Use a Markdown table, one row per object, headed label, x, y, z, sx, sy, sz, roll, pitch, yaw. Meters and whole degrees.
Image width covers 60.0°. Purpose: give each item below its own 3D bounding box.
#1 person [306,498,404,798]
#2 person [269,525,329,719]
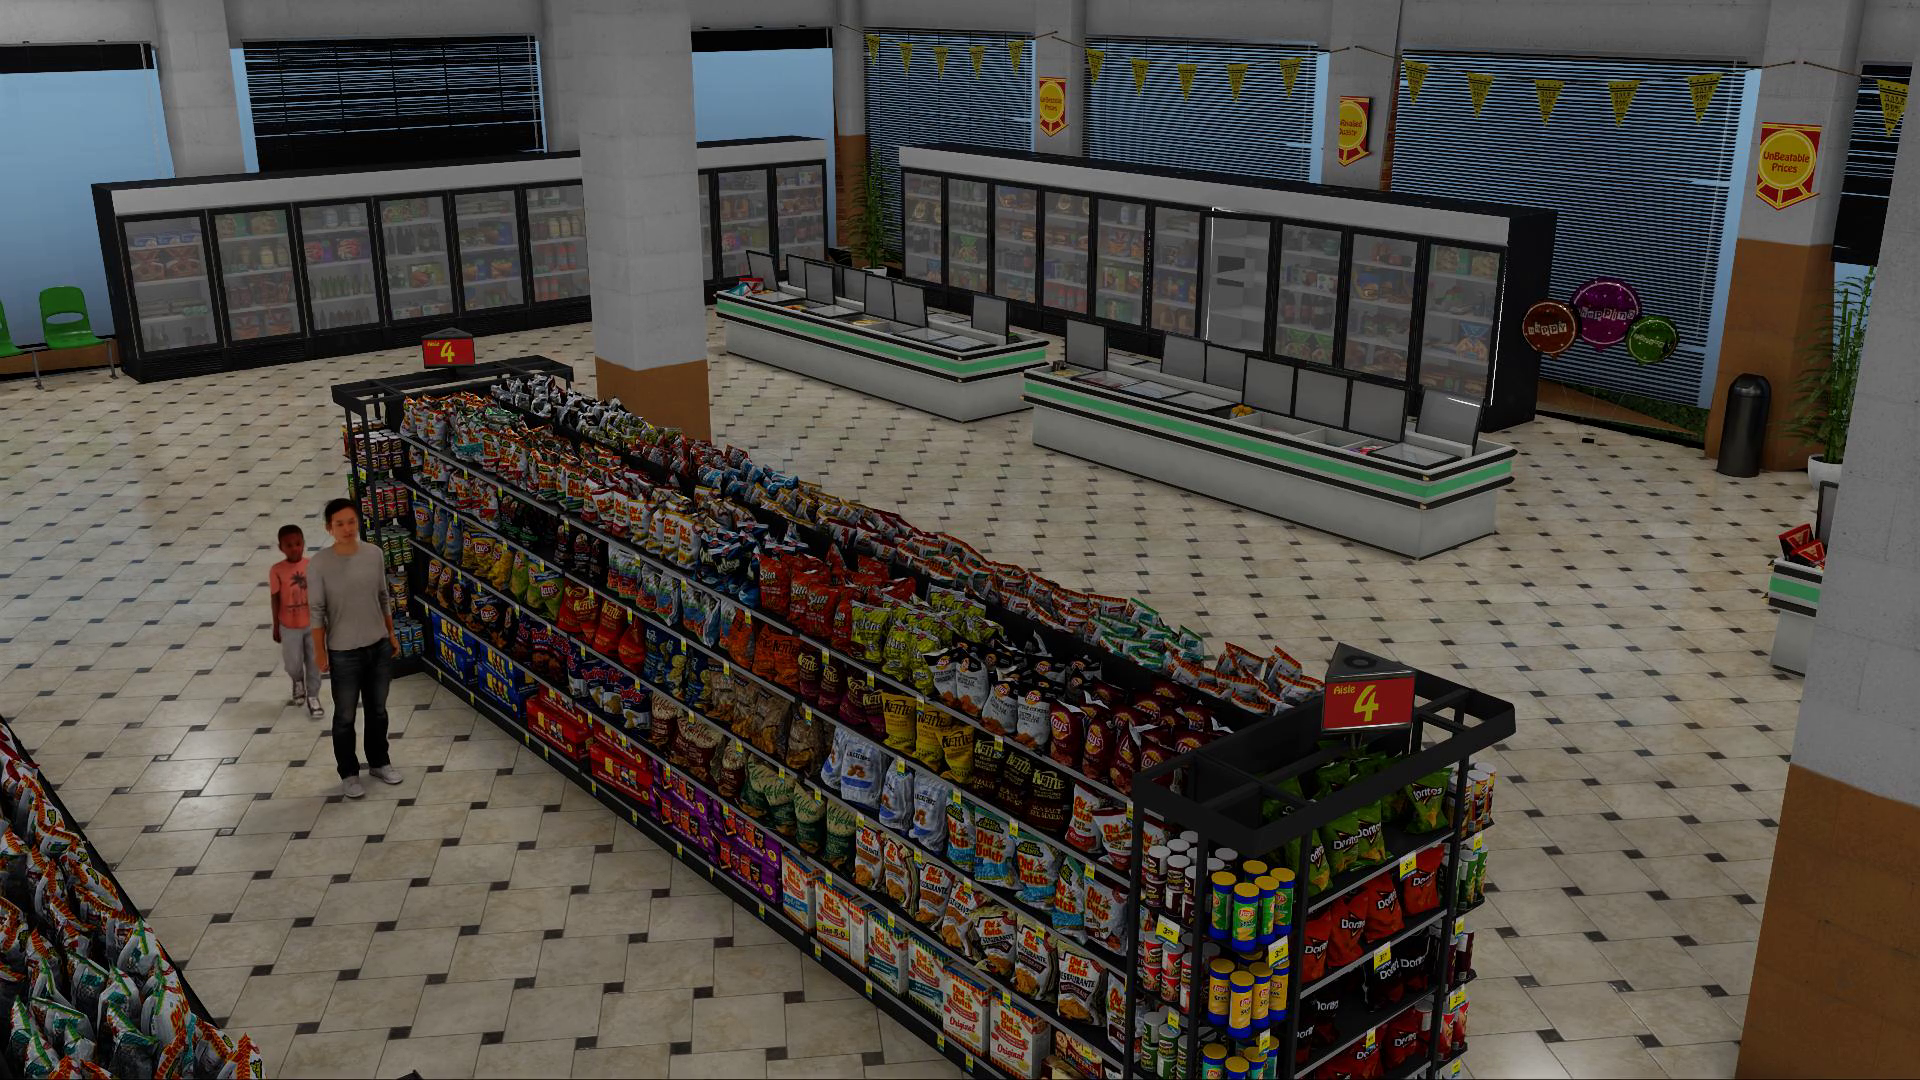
| label | x | y | z | sx | sy | sz | roll | pitch | yaw |
| --- | --- | --- | --- | --- | --- | --- | --- | --- | --- |
| person | -3.574 | 0.613 | 9.827 | 0.553 | 1.811 | 0.679 | 18 | 25 | 42 |
| person | -4.344 | 0.514 | 10.920 | 0.564 | 1.300 | 0.677 | -10 | 21 | -27 |
